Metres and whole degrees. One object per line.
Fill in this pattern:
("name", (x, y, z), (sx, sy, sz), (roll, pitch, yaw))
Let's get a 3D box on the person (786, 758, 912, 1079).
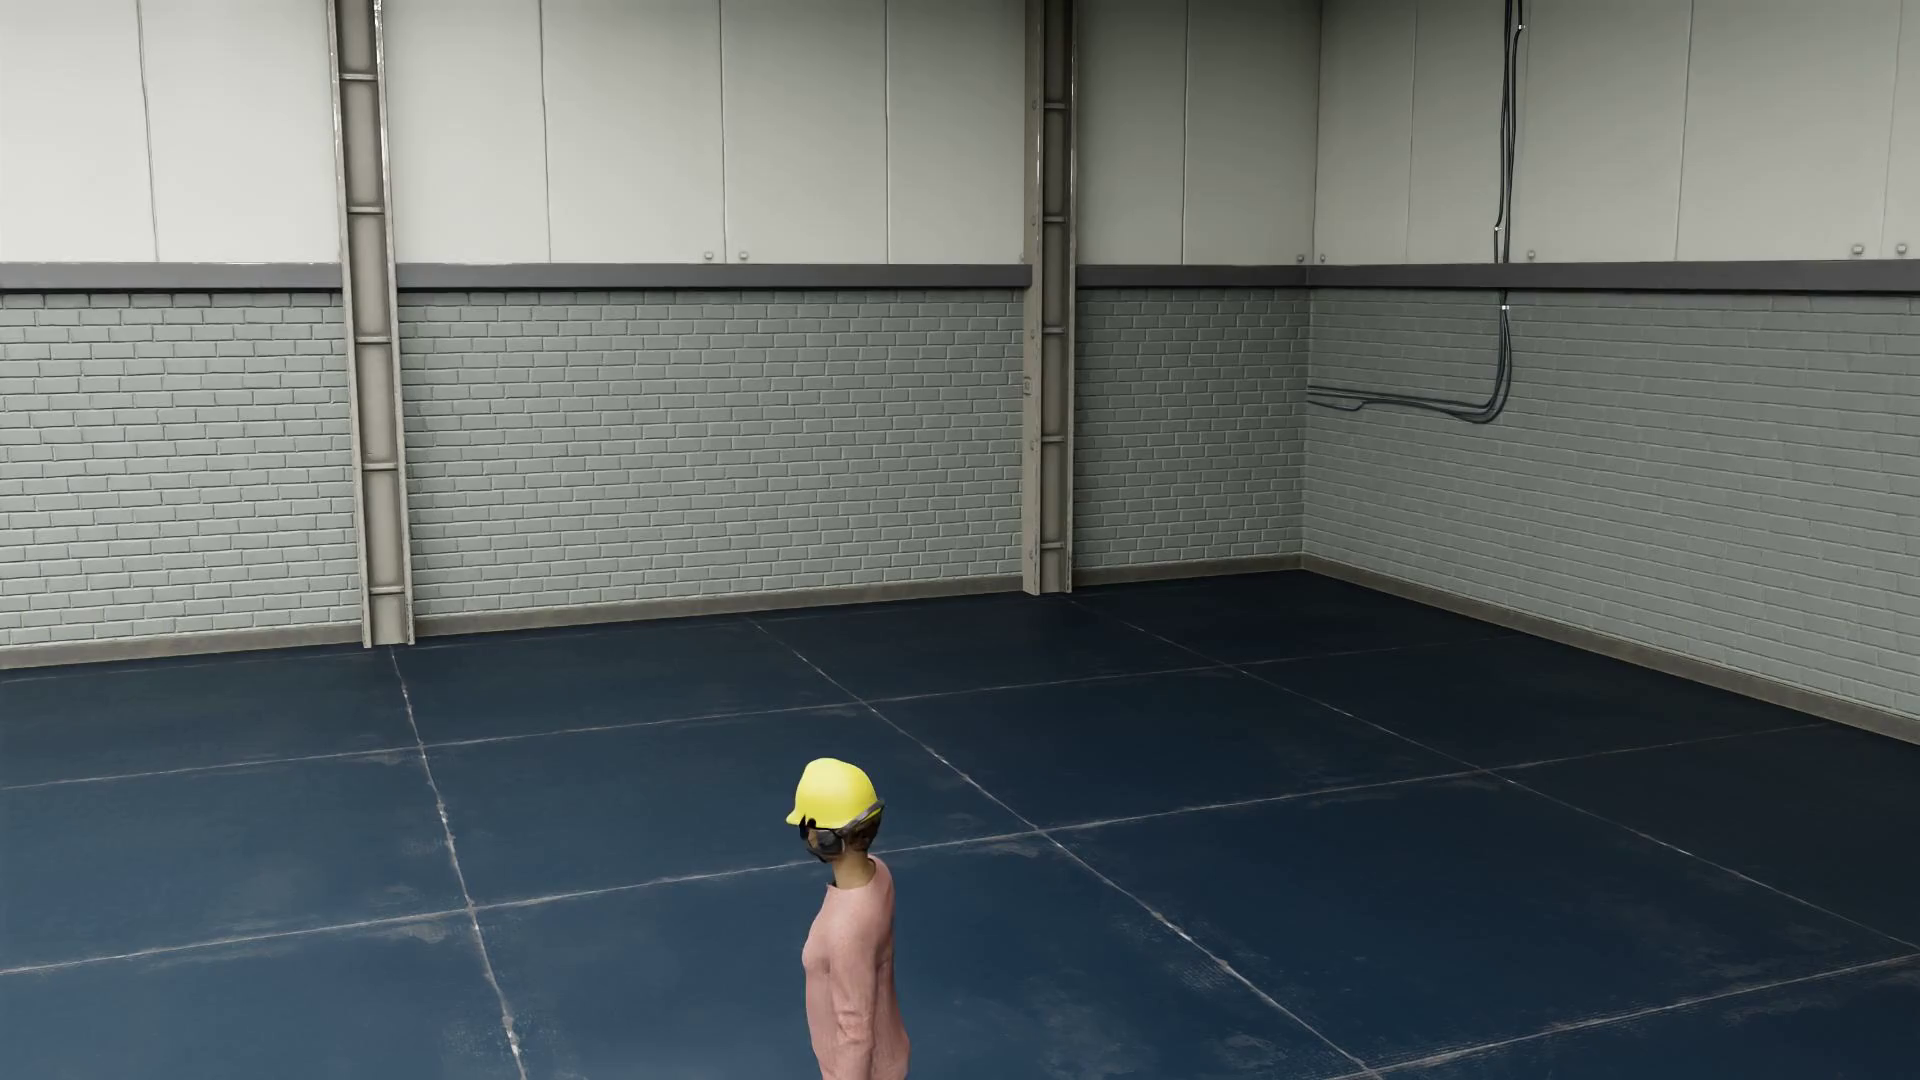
("person", (-0.300, 1.448, 4.500), (0.329, 1.764, 0.524), (0, 9, 3))
